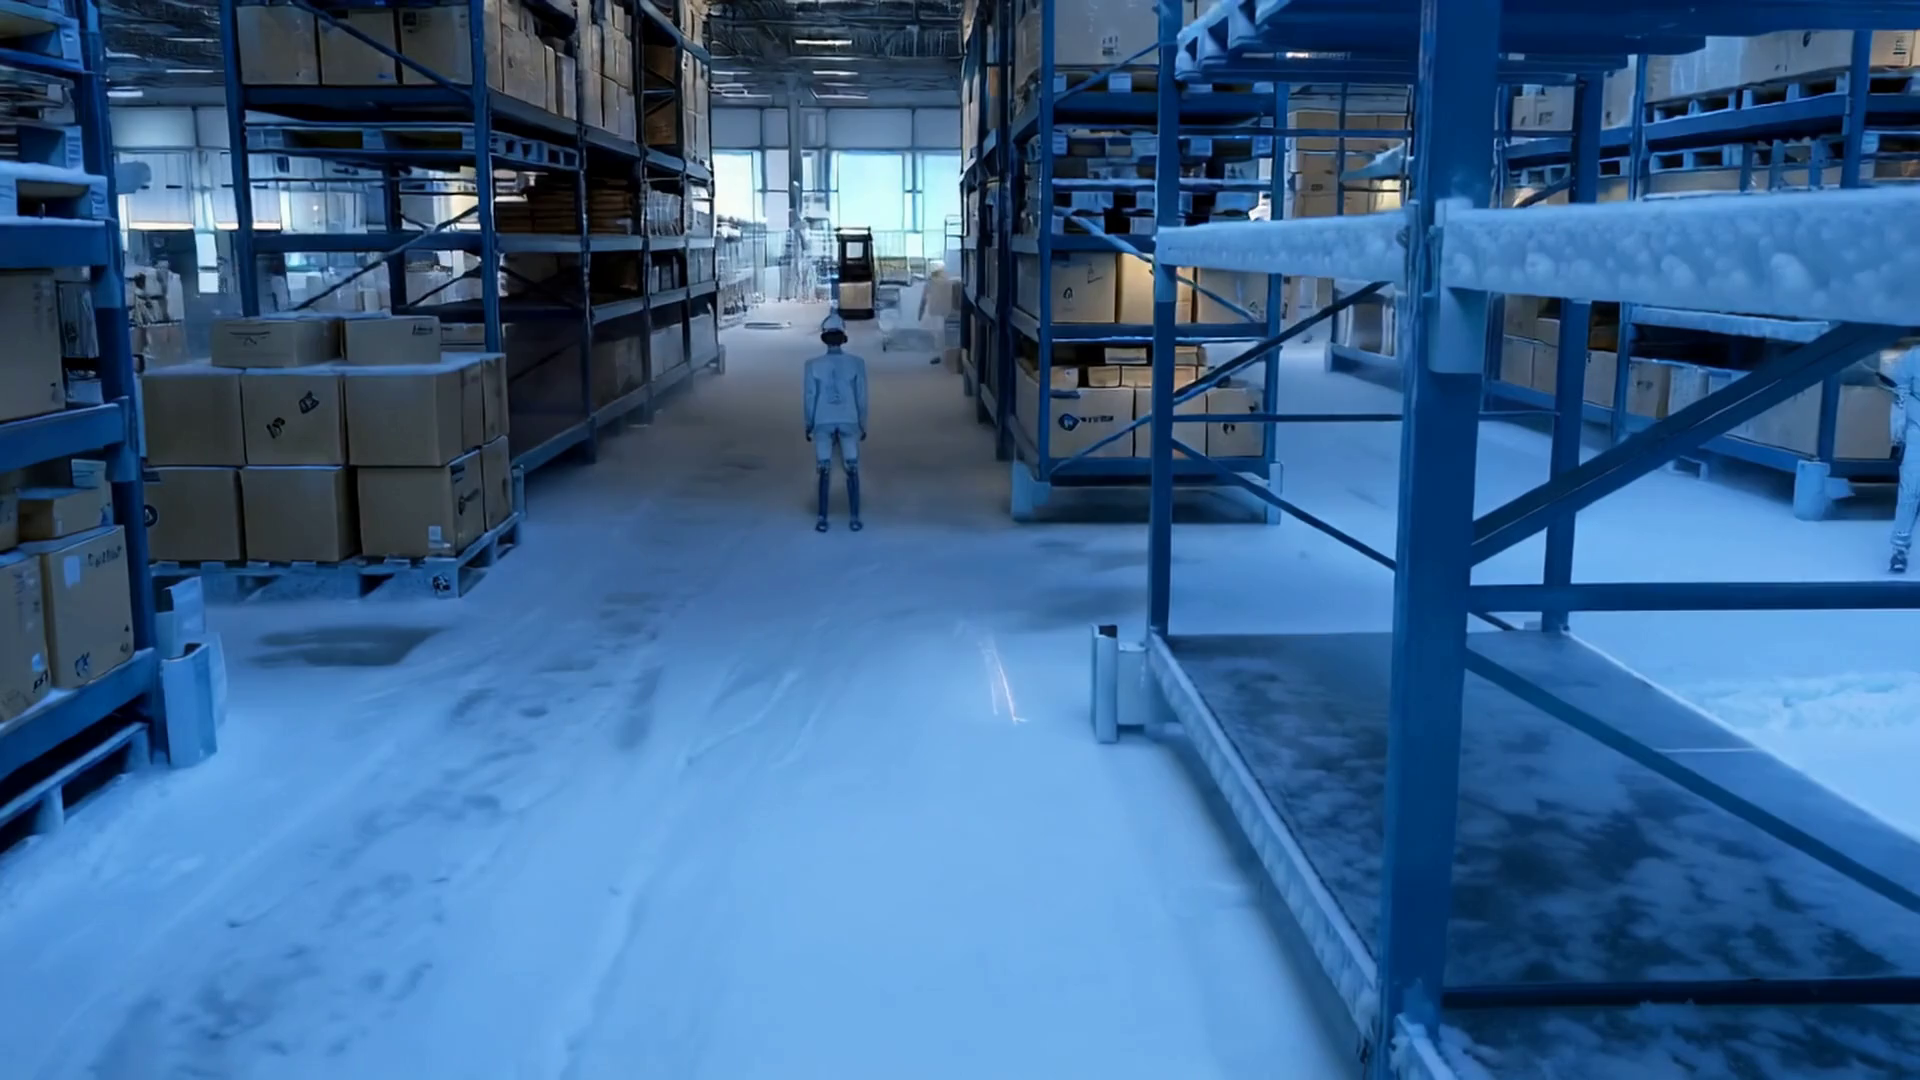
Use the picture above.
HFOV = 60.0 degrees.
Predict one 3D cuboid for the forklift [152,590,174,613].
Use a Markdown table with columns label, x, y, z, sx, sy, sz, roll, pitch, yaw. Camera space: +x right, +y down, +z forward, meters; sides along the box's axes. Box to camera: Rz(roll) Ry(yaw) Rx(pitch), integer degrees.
| label | x | y | z | sx | sy | sz | roll | pitch | yaw |
| --- | --- | --- | --- | --- | --- | --- | --- | --- | --- |
| forklift | -5.858 | -0.811 | 9.639 | 1.873 | 2.768 | 1.129 | -1 | 10 | -3 |

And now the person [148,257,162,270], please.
| label | x | y | z | sx | sy | sz | roll | pitch | yaw |
| --- | --- | --- | --- | --- | --- | --- | --- | --- | --- |
| person | -24.544 | -7.697 | 50.778 | 0.582 | 1.882 | 0.338 | 7 | 12 | 34 |

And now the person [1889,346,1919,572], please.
| label | x | y | z | sx | sy | sz | roll | pitch | yaw |
| --- | --- | --- | --- | --- | --- | --- | --- | --- | --- |
| person | 6.918 | -0.694 | 11.741 | 0.642 | 1.898 | 0.397 | 4 | 11 | 21 |

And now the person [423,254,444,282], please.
| label | x | y | z | sx | sy | sz | roll | pitch | yaw |
| --- | --- | --- | --- | --- | --- | --- | --- | --- | --- |
| person | -15.097 | -7.232 | 47.746 | 0.688 | 2.000 | 1.002 | 6 | 12 | 30 |

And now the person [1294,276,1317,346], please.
| label | x | y | z | sx | sy | sz | roll | pitch | yaw |
| --- | --- | --- | --- | --- | --- | --- | --- | --- | --- |
| person | 7.744 | -5.303 | 37.353 | 0.450 | 1.919 | 0.625 | -4 | 11 | -23 |

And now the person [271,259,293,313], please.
| label | x | y | z | sx | sy | sz | roll | pitch | yaw |
| --- | --- | --- | --- | --- | --- | --- | --- | --- | --- |
| person | -15.071 | -5.268 | 37.045 | 0.426 | 1.950 | 0.634 | 0 | 10 | -1 |

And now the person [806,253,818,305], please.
| label | x | y | z | sx | sy | sz | roll | pitch | yaw |
| --- | --- | --- | --- | --- | --- | --- | --- | --- | --- |
| person | -5.476 | -9.626 | 61.416 | 0.420 | 1.926 | 0.627 | -3 | 10 | -14 |

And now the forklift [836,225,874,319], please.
| label | x | y | z | sx | sy | sz | roll | pitch | yaw |
| --- | --- | --- | --- | --- | --- | --- | --- | --- | --- |
| forklift | -3.187 | -8.118 | 50.344 | 1.129 | 2.768 | 1.873 | 0 | 10 | -2 |

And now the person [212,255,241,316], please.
| label | x | y | z | sx | sy | sz | roll | pitch | yaw |
| --- | --- | --- | --- | --- | --- | --- | --- | --- | --- |
| person | -23.132 | -7.974 | 52.220 | 0.777 | 1.922 | 0.625 | -7 | 13 | -36 |

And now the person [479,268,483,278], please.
| label | x | y | z | sx | sy | sz | roll | pitch | yaw |
| --- | --- | --- | --- | --- | --- | --- | --- | --- | --- |
| person | -16.657 | -9.126 | 58.680 | 0.586 | 1.905 | 0.423 | -1 | 10 | -6 |

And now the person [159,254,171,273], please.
| label | x | y | z | sx | sy | sz | roll | pitch | yaw |
| --- | --- | --- | --- | --- | --- | --- | --- | --- | --- |
| person | -32.299 | -10.699 | 67.582 | 0.567 | 1.855 | 0.548 | 5 | 11 | 24 |

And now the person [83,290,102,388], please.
| label | x | y | z | sx | sy | sz | roll | pitch | yaw |
| --- | --- | --- | --- | --- | --- | --- | --- | --- | --- |
| person | -12.212 | -2.944 | 23.928 | 0.603 | 2.008 | 0.836 | -1 | 10 | -4 |

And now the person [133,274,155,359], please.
| label | x | y | z | sx | sy | sz | roll | pitch | yaw |
| --- | --- | --- | --- | --- | --- | --- | --- | --- | --- |
| person | -16.400 | -4.480 | 33.377 | 0.317 | 1.695 | 0.539 | -3 | 11 | -15 |

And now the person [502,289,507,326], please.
| label | x | y | z | sx | sy | sz | roll | pitch | yaw |
| --- | --- | --- | --- | --- | --- | --- | --- | --- | --- |
| person | -8.138 | -4.107 | 30.802 | 0.639 | 1.891 | 0.986 | 8 | 13 | 38 |

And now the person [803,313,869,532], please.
| label | x | y | z | sx | sy | sz | roll | pitch | yaw |
| --- | --- | --- | --- | --- | --- | --- | --- | --- | --- |
| person | -0.998 | -0.938 | 13.444 | 0.525 | 1.772 | 0.301 | -1 | 10 | -6 |

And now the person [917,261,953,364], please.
| label | x | y | z | sx | sy | sz | roll | pitch | yaw |
| --- | --- | --- | --- | --- | --- | --- | --- | --- | --- |
| person | -0.464 | -4.328 | 31.789 | 0.667 | 1.968 | 0.506 | 9 | 14 | 42 |

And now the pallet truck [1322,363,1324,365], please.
| label | x | y | z | sx | sy | sz | roll | pitch | yaw |
| --- | --- | --- | --- | --- | --- | --- | --- | --- | --- |
| pallet truck | 7.712 | -4.157 | 30.737 | 1.885 | 1.965 | 0.823 | 3 | 11 | 16 |
